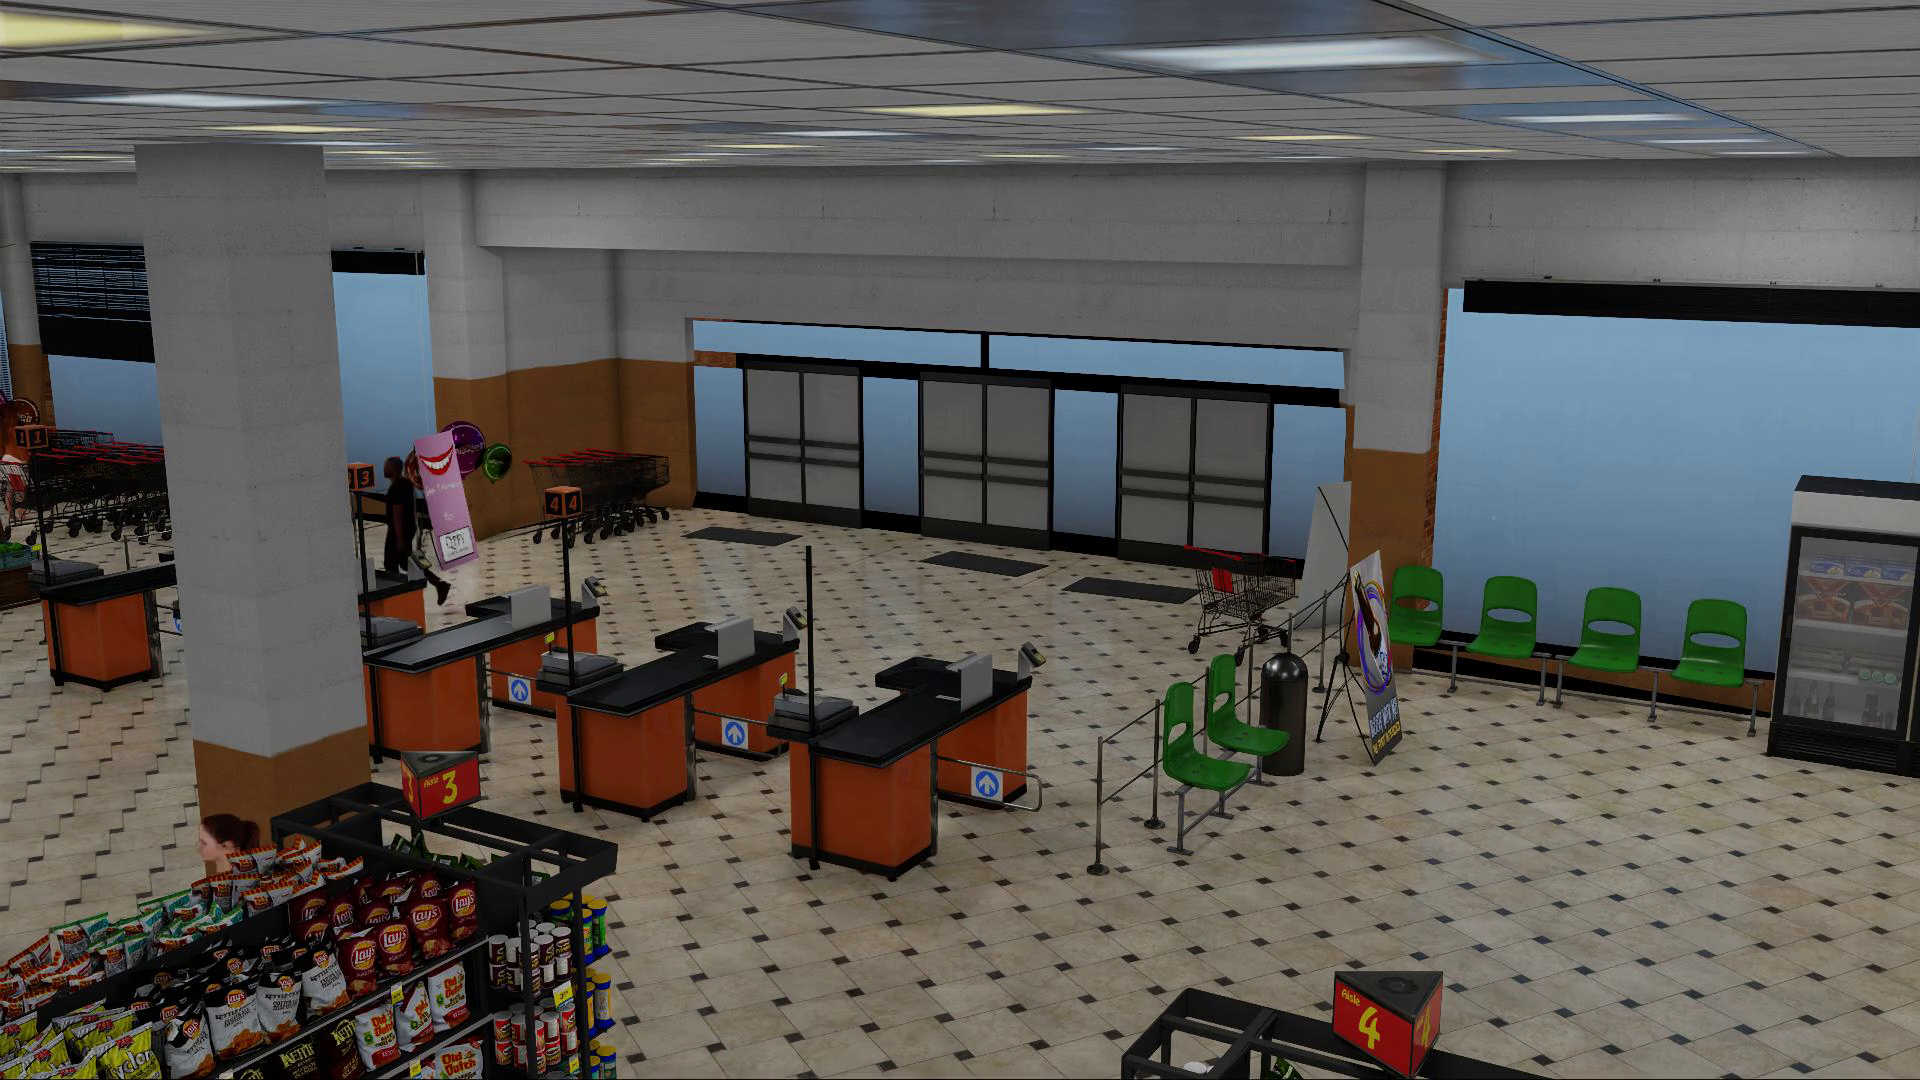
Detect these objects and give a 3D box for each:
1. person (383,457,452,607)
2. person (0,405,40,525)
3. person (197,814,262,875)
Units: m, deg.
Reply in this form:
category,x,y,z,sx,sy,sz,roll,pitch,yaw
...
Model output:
category,x,y,z,sx,sy,sz,roll,pitch,yaw
person,-6.216,-0.041,18.789,1.076,1.796,1.118,-1,12,-3
person,-13.655,-1.098,23.982,0.629,1.723,0.579,6,13,26
person,-3.526,2.181,8.368,0.825,1.740,0.735,-6,13,-27
